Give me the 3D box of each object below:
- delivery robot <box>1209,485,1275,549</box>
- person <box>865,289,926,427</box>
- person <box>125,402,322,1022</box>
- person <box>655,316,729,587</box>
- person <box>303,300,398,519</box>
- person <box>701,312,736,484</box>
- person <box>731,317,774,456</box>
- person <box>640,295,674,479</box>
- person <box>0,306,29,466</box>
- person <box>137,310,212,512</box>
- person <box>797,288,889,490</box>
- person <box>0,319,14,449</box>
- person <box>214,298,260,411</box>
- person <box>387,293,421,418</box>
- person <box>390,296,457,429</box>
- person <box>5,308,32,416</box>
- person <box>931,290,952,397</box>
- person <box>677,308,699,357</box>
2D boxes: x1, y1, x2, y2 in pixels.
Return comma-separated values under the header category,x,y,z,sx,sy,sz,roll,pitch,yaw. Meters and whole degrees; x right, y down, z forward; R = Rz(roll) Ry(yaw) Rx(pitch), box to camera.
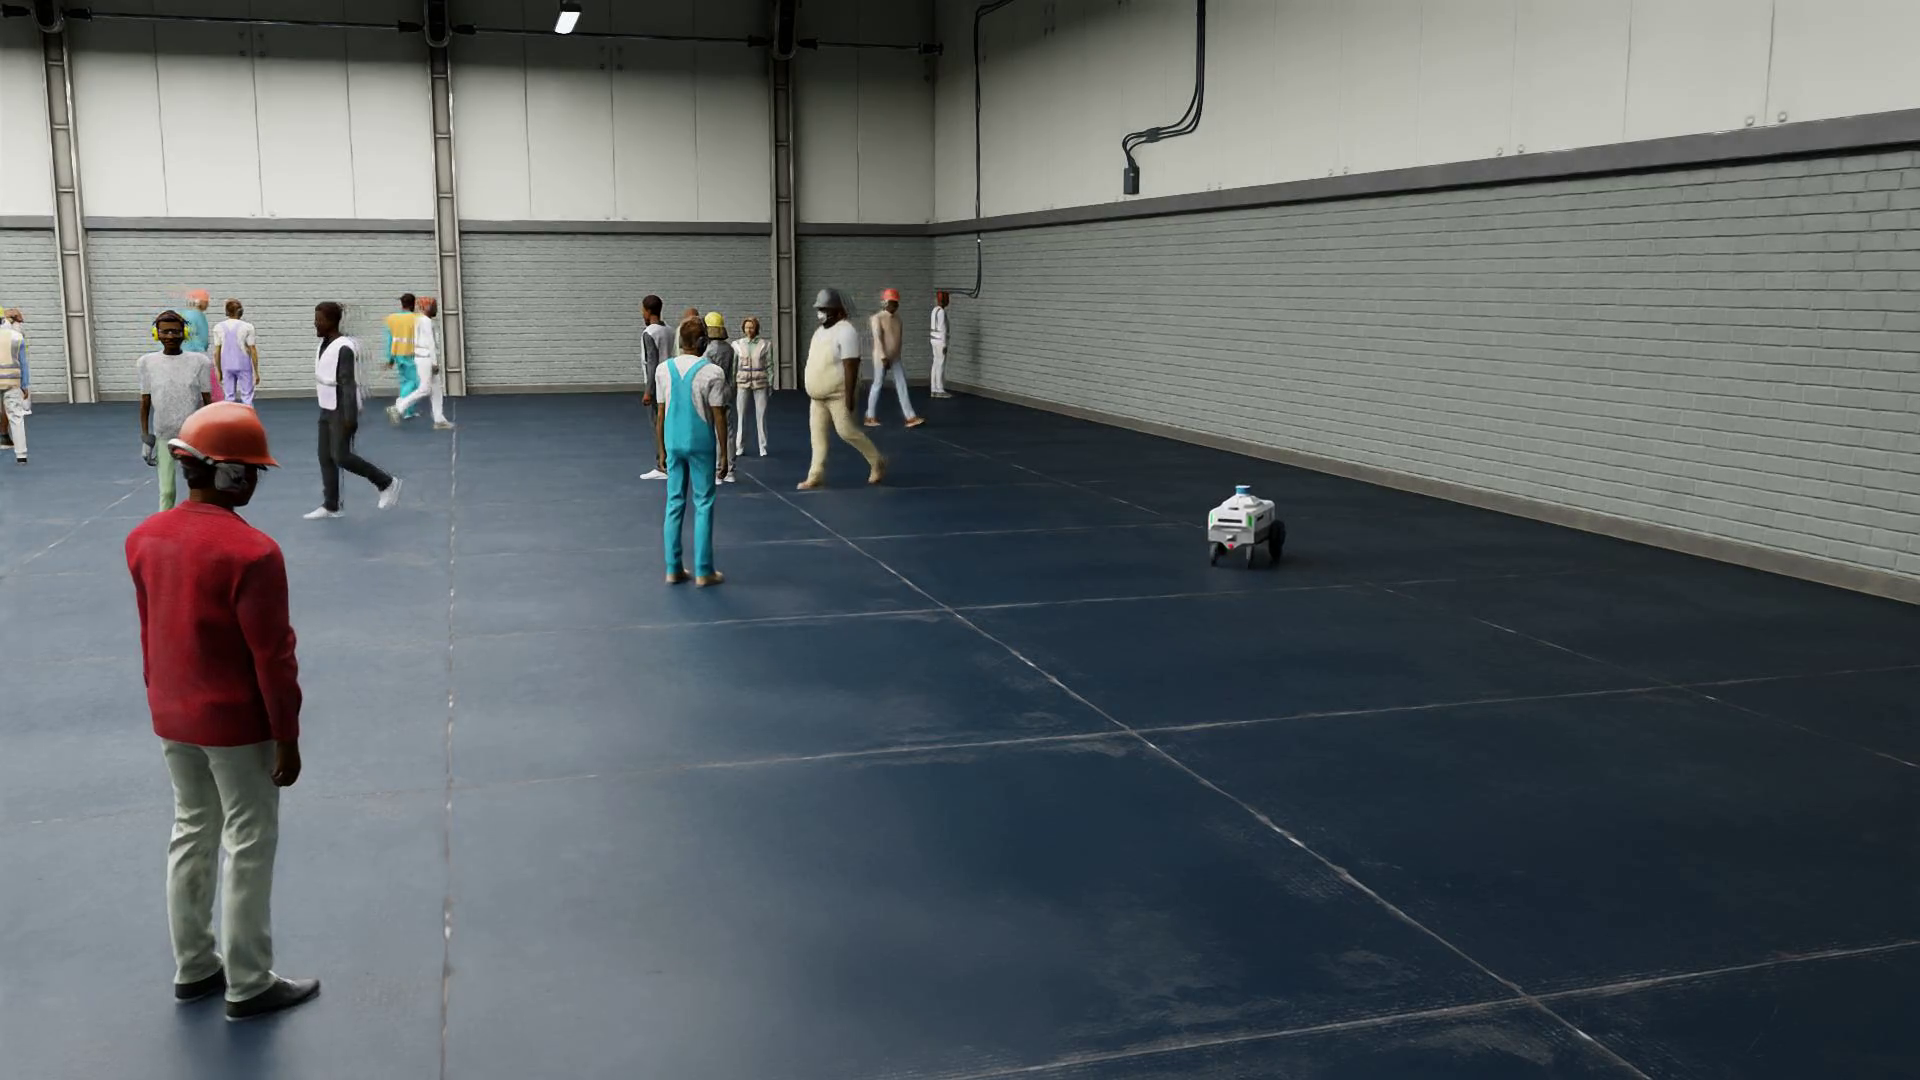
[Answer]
category,x,y,z,sx,sy,sz,roll,pitch,yaw
delivery robot,2.080,-0.159,12.245,0.477,0.478,0.707,4,10,24
person,-0.970,-2.545,23.357,0.602,1.943,0.979,-8,12,-42
person,-2.058,0.481,4.695,0.575,1.740,0.348,5,10,27
person,-1.804,-0.591,11.250,0.518,1.835,0.352,3,9,16
person,-5.371,-1.135,14.512,0.713,1.900,0.595,-7,11,-38
person,-2.491,-1.440,16.937,0.296,1.743,0.493,5,10,27
person,-2.439,-1.793,19.523,0.523,1.638,0.311,0,9,-1
person,-3.142,-1.594,17.368,0.374,1.916,0.597,2,9,10
person,-10.652,-1.720,18.442,0.590,1.833,0.404,-7,11,-39
person,-5.653,-0.730,12.038,0.504,1.864,0.332,-3,10,-21
person,-1.161,-1.523,16.522,0.890,2.000,0.694,-7,11,-36
person,-11.916,-2.085,20.401,0.623,1.946,0.430,-2,9,-14
person,-9.096,-2.117,20.941,0.517,1.842,0.325,-1,9,-4
person,-8.271,-2.732,24.729,0.632,1.891,0.700,2,9,15
person,-7.473,-2.450,23.041,0.798,1.854,0.605,-3,9,-19
person,-14.375,-2.710,25.381,0.307,1.638,0.511,-6,11,-34
person,-0.342,-3.453,29.328,0.337,1.883,0.584,-3,9,-16
person,-4.204,-2.828,26.179,0.509,1.632,0.319,1,9,6
